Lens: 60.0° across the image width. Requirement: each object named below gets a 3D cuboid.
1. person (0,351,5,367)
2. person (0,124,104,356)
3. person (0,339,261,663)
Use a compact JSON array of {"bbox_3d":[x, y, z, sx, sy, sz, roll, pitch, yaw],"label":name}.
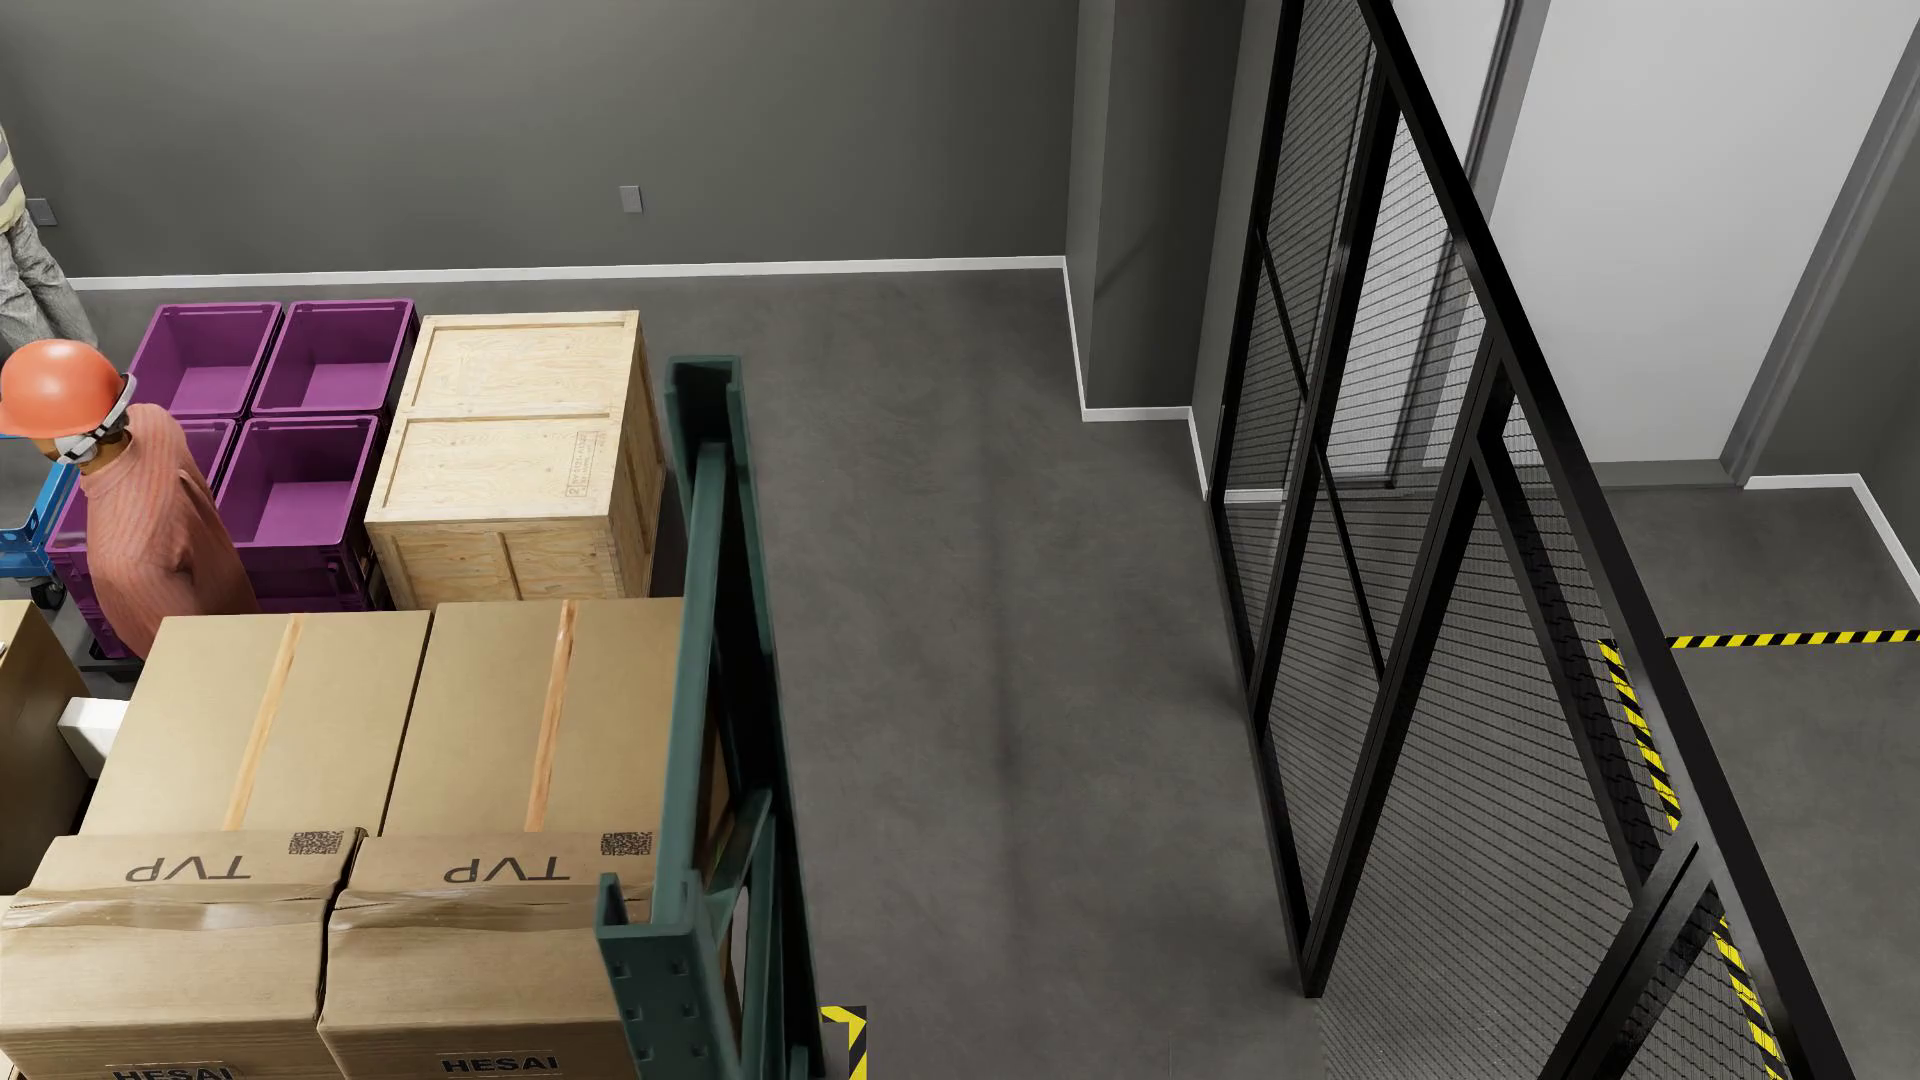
[{"bbox_3d":[-4.037,-1.273,5.972,0.372,1.940,0.627,-3,46,-3],"label":"person"},{"bbox_3d":[-3.559,-1.186,5.963,0.403,1.827,0.599,1,46,1],"label":"person"},{"bbox_3d":[-2.057,0.259,4.471,0.388,1.992,0.625,-12,48,-11],"label":"person"}]
